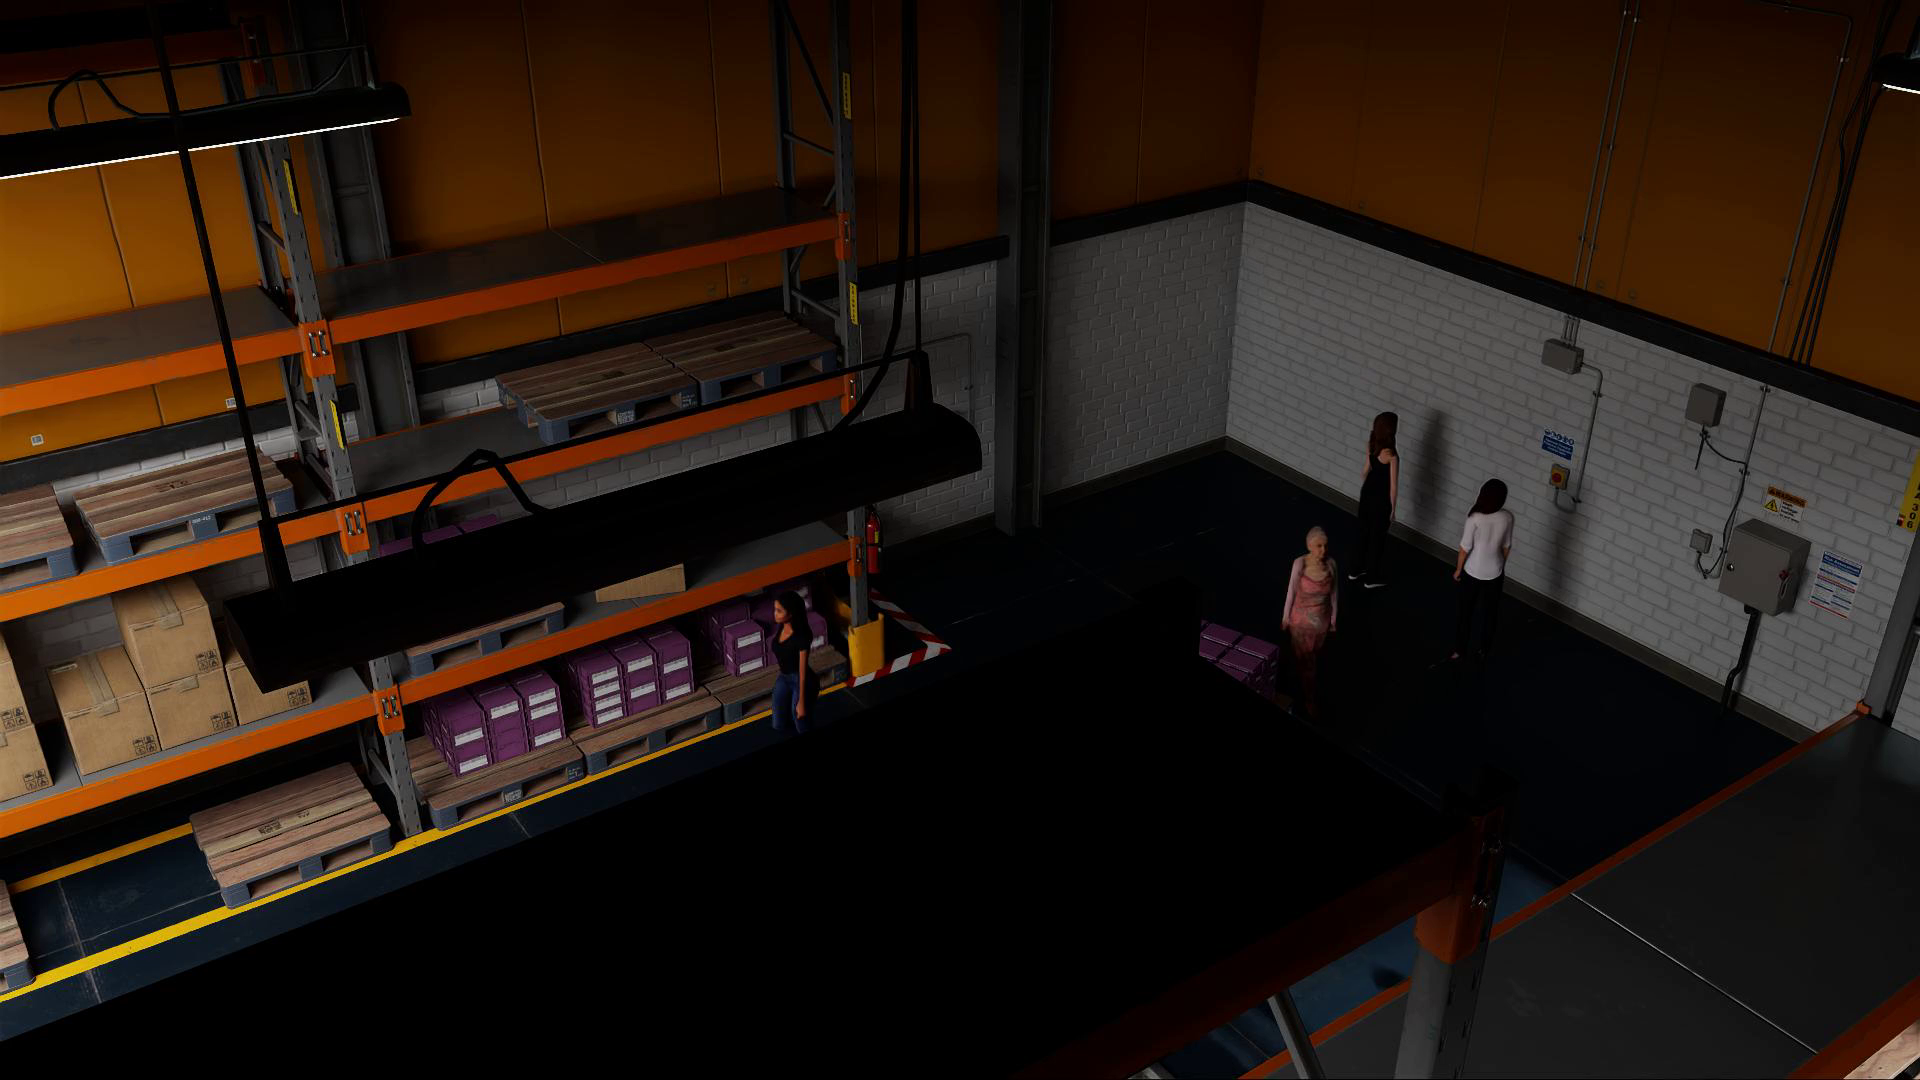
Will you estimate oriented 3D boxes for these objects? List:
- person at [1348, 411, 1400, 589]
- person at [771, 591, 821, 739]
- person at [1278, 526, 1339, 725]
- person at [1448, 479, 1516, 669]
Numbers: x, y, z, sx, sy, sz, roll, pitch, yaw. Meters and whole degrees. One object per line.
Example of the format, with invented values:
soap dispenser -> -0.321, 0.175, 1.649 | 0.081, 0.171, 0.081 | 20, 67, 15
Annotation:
person -> 3.878, -0.390, 15.523 | 0.530, 1.747, 0.585 | -15, 32, -26
person -> -1.163, 1.128, 12.760 | 0.603, 1.728, 0.559 | -20, 34, -32
person -> 2.850, 0.615, 13.780 | 1.060, 1.652, 0.840 | -10, 30, -17
person -> 4.468, 0.296, 14.215 | 0.625, 1.795, 0.742 | -2, 29, -4
